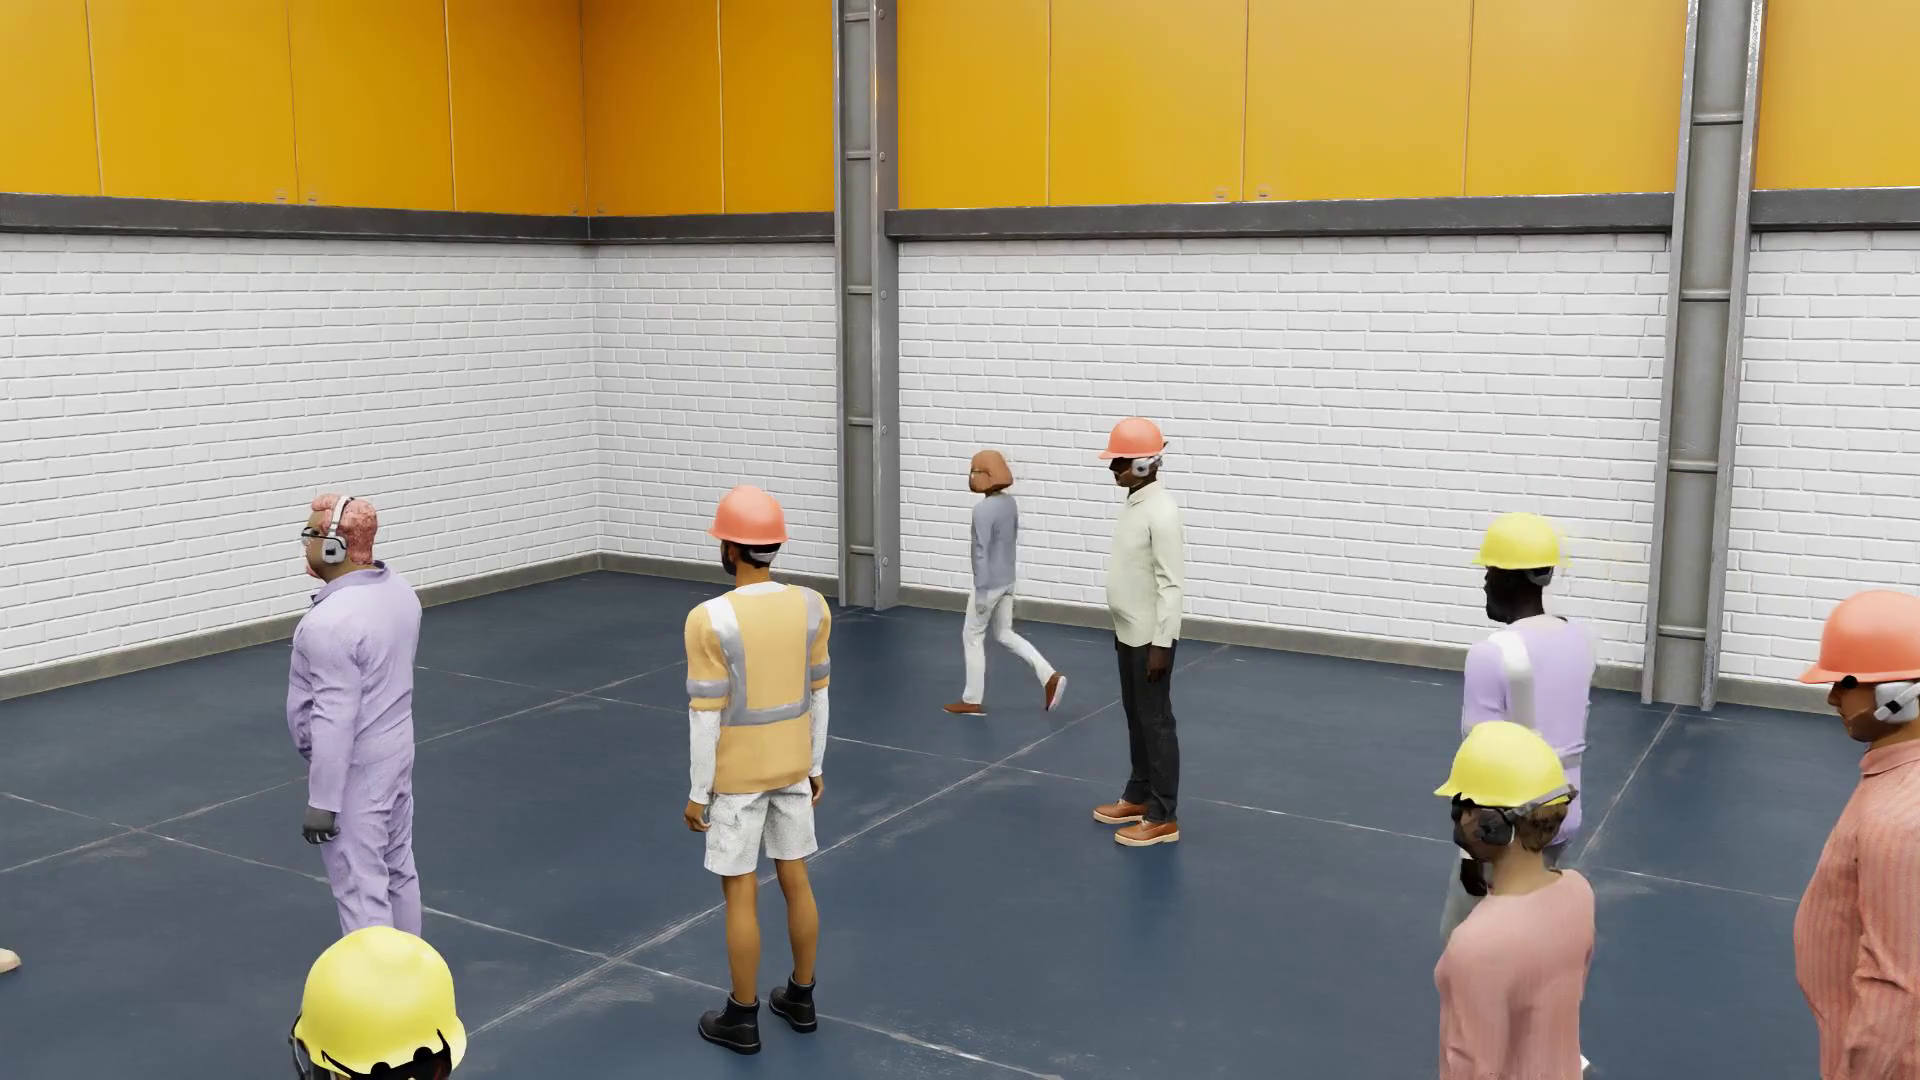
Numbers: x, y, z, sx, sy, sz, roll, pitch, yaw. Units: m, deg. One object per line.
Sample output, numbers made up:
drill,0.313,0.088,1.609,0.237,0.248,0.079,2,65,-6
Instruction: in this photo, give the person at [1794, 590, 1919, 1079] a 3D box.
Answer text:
person,1.970,1.089,3.596,0.390,1.986,0.609,7,11,36

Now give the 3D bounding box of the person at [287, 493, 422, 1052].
person,-2.080,0.789,5.703,0.407,1.912,0.641,0,9,2

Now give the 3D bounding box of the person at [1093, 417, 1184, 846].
person,0.836,0.420,7.747,0.398,1.989,0.621,-2,9,-11

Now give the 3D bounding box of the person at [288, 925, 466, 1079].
person,-0.809,1.392,2.421,0.345,1.756,0.518,8,12,42

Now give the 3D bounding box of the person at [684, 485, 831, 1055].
person,-0.698,0.777,5.681,0.547,1.942,0.350,-7,12,-38

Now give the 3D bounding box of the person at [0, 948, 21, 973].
person,-4.132,0.643,6.209,1.008,2.000,0.693,2,9,15

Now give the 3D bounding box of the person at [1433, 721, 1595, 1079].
person,1.113,1.238,3.402,0.520,1.753,0.391,-8,12,-41

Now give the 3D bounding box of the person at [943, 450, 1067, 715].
person,0.264,0.271,9.884,0.680,1.613,0.508,5,10,26

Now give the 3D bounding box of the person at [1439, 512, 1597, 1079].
person,1.770,0.872,5.180,0.589,1.916,0.531,-6,11,-35
